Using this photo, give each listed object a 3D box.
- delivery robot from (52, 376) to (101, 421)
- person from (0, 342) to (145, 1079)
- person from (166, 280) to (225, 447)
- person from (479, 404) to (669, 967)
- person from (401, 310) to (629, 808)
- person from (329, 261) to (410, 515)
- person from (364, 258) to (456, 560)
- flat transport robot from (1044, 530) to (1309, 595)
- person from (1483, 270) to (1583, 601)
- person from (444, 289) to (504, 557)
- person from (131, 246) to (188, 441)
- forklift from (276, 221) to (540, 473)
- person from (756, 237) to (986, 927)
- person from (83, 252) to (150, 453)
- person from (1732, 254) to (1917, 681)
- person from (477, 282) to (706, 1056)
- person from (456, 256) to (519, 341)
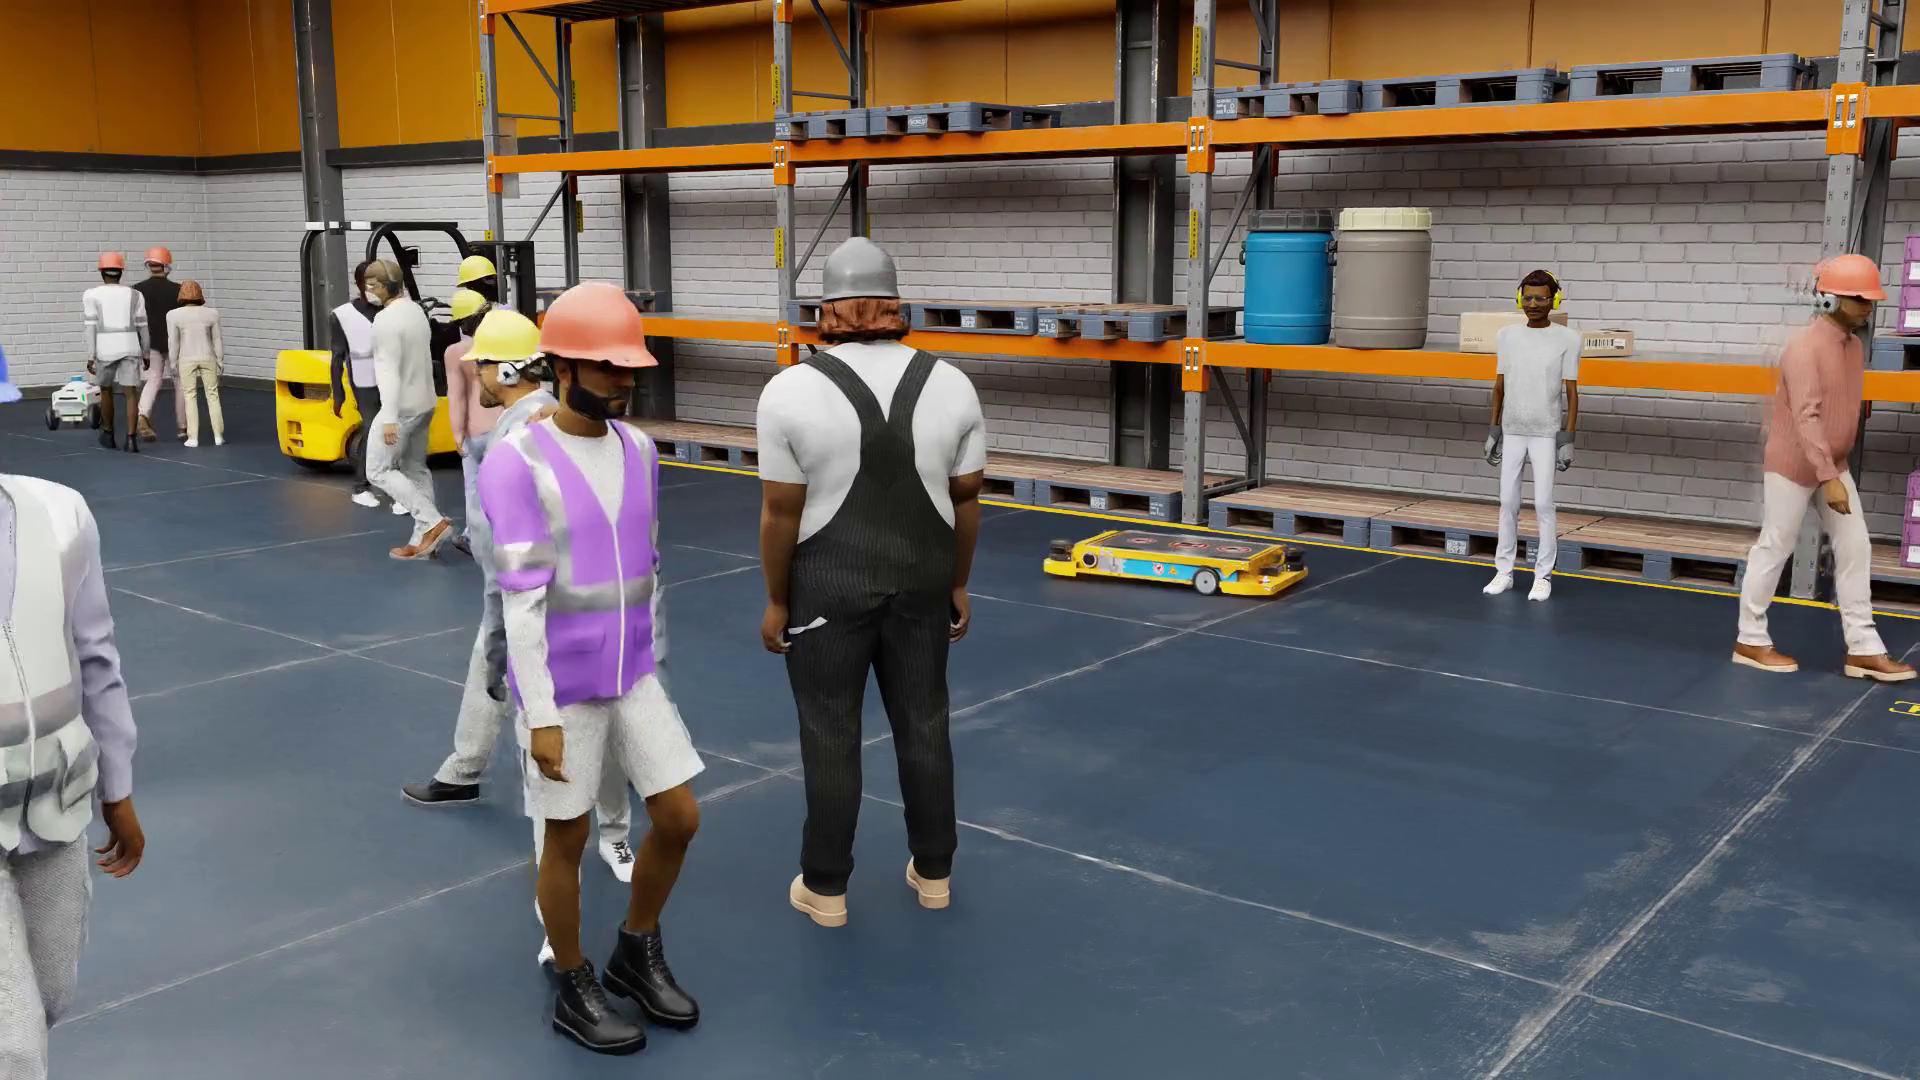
[{"bbox_3d":[-9.531,-1.531,17.973,0.477,0.478,0.707,-2,11,-12],"label":"delivery robot"},{"bbox_3d":[-1.899,0.511,3.144,0.860,1.922,0.611,5,11,24],"label":"person"},{"bbox_3d":[-7.505,-1.732,16.355,0.507,1.631,0.266,-7,12,-35],"label":"person"},{"bbox_3d":[-1.122,0.375,4.882,0.514,1.563,0.967,-3,11,-15],"label":"person"},{"bbox_3d":[-1.528,0.068,5.981,0.934,1.786,0.615,-1,10,-8],"label":"person"},{"bbox_3d":[-4.341,-1.137,12.415,0.993,1.863,0.609,9,13,39],"label":"person"},{"bbox_3d":[-3.469,-0.785,10.341,0.449,1.914,0.684,1,10,4],"label":"person"},{"bbox_3d":[1.283,0.116,9.895,1.431,0.197,0.652,6,12,29],"label":"flat transport robot"},{"bbox_3d":[3.221,-0.589,9.407,0.509,1.860,0.333,8,13,39],"label":"person"},{"bbox_3d":[-2.915,-0.681,10.276,0.545,1.705,0.867,-6,12,-31],"label":"person"},{"bbox_3d":[-8.118,-1.990,16.880,0.623,1.968,0.894,0,10,-1],"label":"person"},{"bbox_3d":[-4.922,-1.741,14.854,1.214,2.155,2.313,8,13,38],"label":"forklift"},{"bbox_3d":[-0.293,0.117,4.980,0.688,2.000,0.536,-4,11,-21],"label":"person"},{"bbox_3d":[-8.134,-1.812,16.039,0.579,1.898,0.899,-7,13,-35],"label":"person"},{"bbox_3d":[3.980,-0.305,7.557,0.622,1.949,0.904,-6,12,-32],"label":"person"},{"bbox_3d":[-0.877,0.342,4.062,0.473,1.919,0.554,8,13,38],"label":"person"},{"bbox_3d":[-3.161,-0.937,11.165,0.375,1.919,0.584,3,11,19],"label":"person"}]
